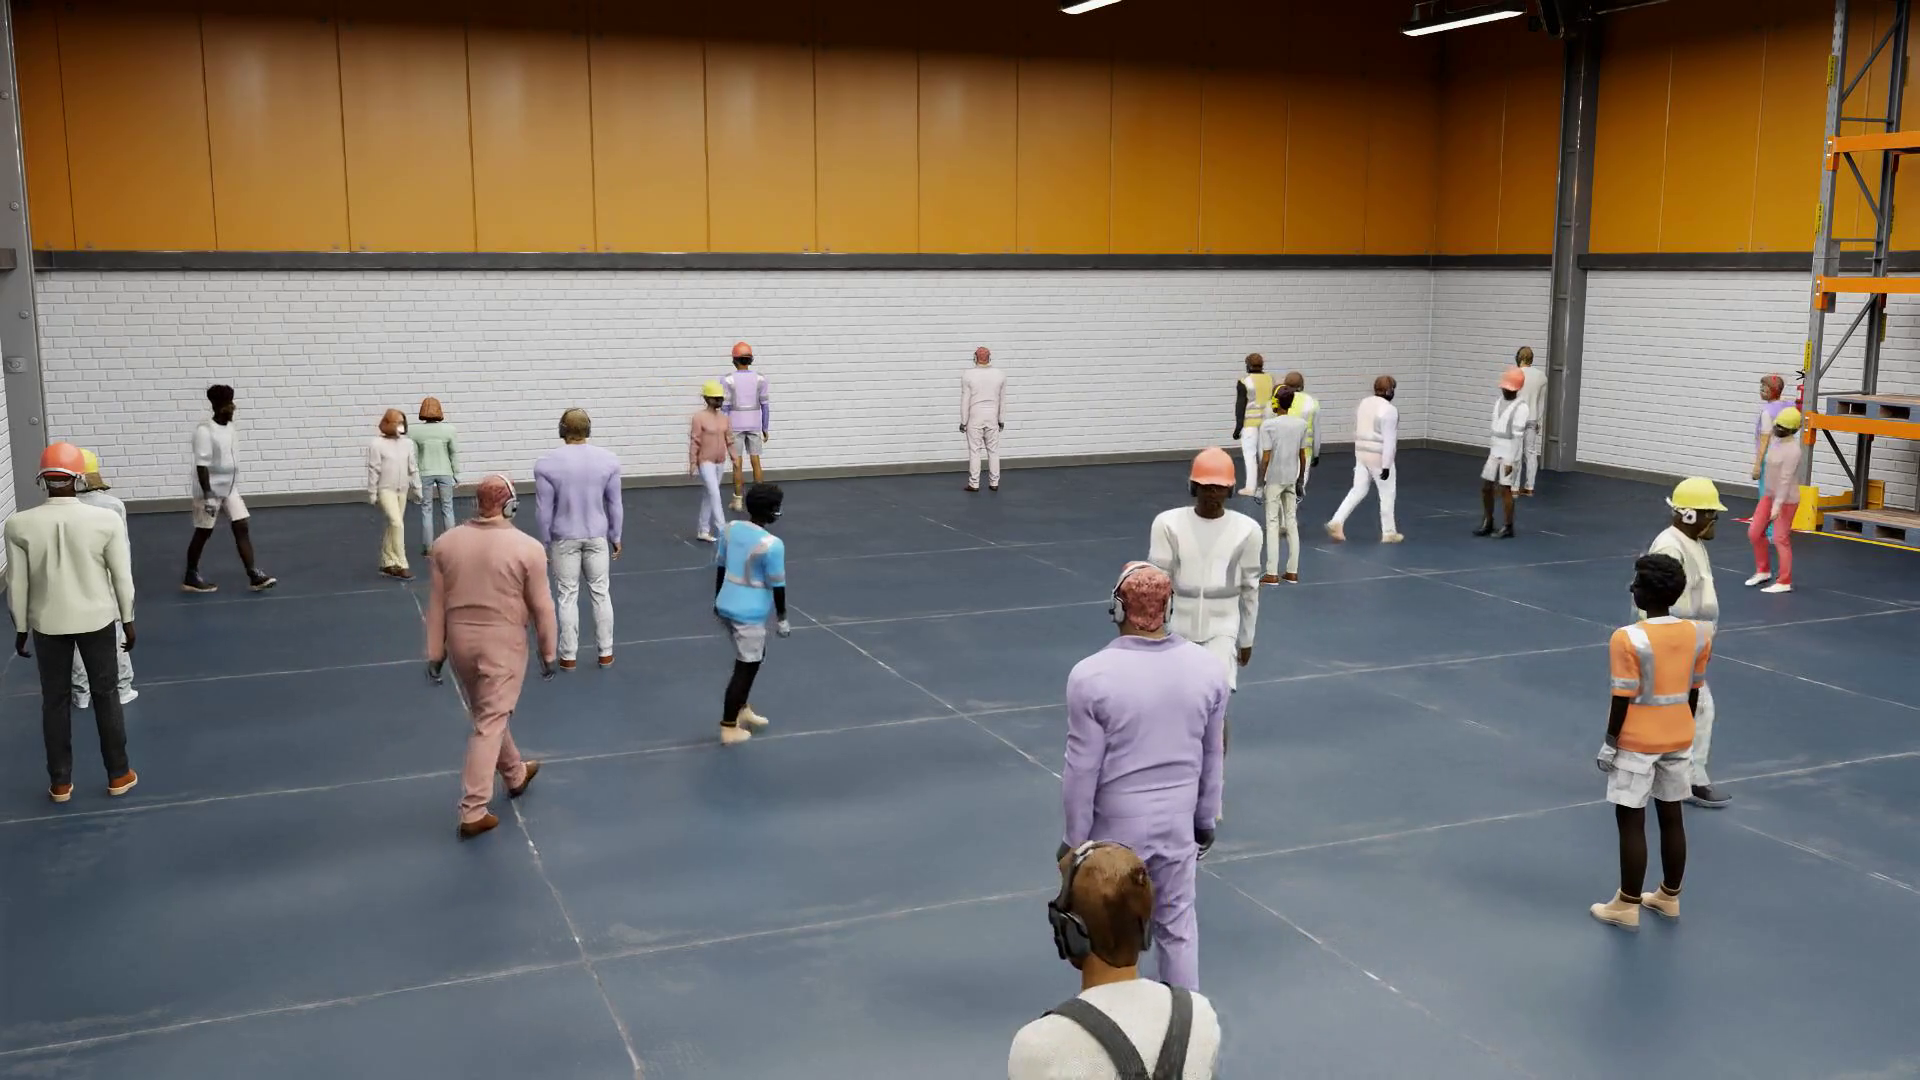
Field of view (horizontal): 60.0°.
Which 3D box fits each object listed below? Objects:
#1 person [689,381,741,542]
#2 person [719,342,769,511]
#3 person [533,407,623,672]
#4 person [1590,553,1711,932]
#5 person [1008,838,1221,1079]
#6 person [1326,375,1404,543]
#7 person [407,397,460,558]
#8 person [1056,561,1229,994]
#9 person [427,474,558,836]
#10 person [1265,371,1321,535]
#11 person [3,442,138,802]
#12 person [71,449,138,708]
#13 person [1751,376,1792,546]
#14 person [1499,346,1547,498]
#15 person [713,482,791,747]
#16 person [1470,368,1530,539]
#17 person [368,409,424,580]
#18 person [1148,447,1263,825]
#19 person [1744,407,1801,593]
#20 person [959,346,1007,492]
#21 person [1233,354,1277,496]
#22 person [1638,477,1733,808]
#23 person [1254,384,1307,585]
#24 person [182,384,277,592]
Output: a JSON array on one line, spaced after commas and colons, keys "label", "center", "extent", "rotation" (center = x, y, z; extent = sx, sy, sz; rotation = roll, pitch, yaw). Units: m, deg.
[{"label": "person", "center": [-2.538, -0.806, 17.621], "extent": [0.826, 1.729, 0.552], "rotation": [7, 12, 36]}, {"label": "person", "center": [-2.618, -1.369, 20.127], "extent": [0.615, 2.042, 0.378], "rotation": [-4, 10, -23]}, {"label": "person", "center": [-2.779, -0.002, 12.157], "extent": [0.636, 1.938, 0.358], "rotation": [-4, 10, -23]}, {"label": "person", "center": [3.080, 0.898, 7.437], "extent": [0.541, 1.696, 0.315], "rotation": [-4, 10, -23]}, {"label": "person", "center": [0.262, 1.505, 3.382], "extent": [0.545, 1.818, 0.536], "rotation": [-6, 11, -32]}, {"label": "person", "center": [4.354, -0.851, 17.722], "extent": [0.857, 1.813, 0.628], "rotation": [-5, 11, -27]}, {"label": "person", "center": [-5.350, -0.636, 16.923], "extent": [0.508, 1.632, 0.271], "rotation": [-4, 10, -23]}, {"label": "person", "center": [0.643, 1.021, 6.059], "extent": [0.653, 1.906, 0.408], "rotation": [-4, 10, -23]}, {"label": "person", "center": [-2.469, 0.579, 8.910], "extent": [0.656, 1.848, 1.003], "rotation": [2, 10, 15]}, {"label": "person", "center": [3.657, -0.966, 18.418], "extent": [0.612, 1.809, 0.907], "rotation": [5, 11, 28]}, {"label": "person", "center": [-4.918, 0.452, 9.237], "extent": [0.624, 1.993, 0.385], "rotation": [-4, 10, -23]}, {"label": "person", "center": [-5.841, 0.255, 11.192], "extent": [0.493, 1.743, 0.303], "rotation": [-4, 10, -23]}, {"label": "person", "center": [8.613, -0.828, 17.588], "extent": [0.375, 1.809, 0.709], "rotation": [9, 13, 44]}, {"label": "person", "center": [7.186, -1.506, 21.274], "extent": [0.636, 1.938, 0.358], "rotation": [-4, 10, -23]}, {"label": "person", "center": [-1.287, 0.454, 10.270], "extent": [0.496, 1.654, 0.598], "rotation": [-7, 12, -36]}, {"label": "person", "center": [5.853, -0.917, 17.889], "extent": [0.531, 1.873, 0.632], "rotation": [-4, 10, -22]}, {"label": "person", "center": [-5.283, -0.428, 15.704], "extent": [0.700, 1.604, 0.520], "rotation": [5, 11, 29]}, {"label": "person", "center": [1.341, 0.465, 9.188], "extent": [0.623, 2.000, 1.048], "rotation": [2, 10, 11]}, {"label": "person", "center": [7.364, -0.350, 14.955], "extent": [0.414, 1.716, 0.610], "rotation": [0, 9, -2]}, {"label": "person", "center": [0.285, -1.585, 21.854], "extent": [0.653, 1.906, 0.408], "rotation": [-4, 10, -23]}, {"label": "person", "center": [3.806, -1.481, 21.492], "extent": [0.655, 1.832, 0.430], "rotation": [-5, 11, -30]}, {"label": "person", "center": [4.068, 0.557, 9.170], "extent": [0.720, 1.804, 0.622], "rotation": [6, 11, 32]}, {"label": "person", "center": [2.975, -0.512, 15.478], "extent": [0.535, 1.865, 0.314], "rotation": [-4, 10, -23]}, {"label": "person", "center": [-6.627, -0.451, 14.969], "extent": [0.983, 1.896, 0.653], "rotation": [2, 10, 13]}]
